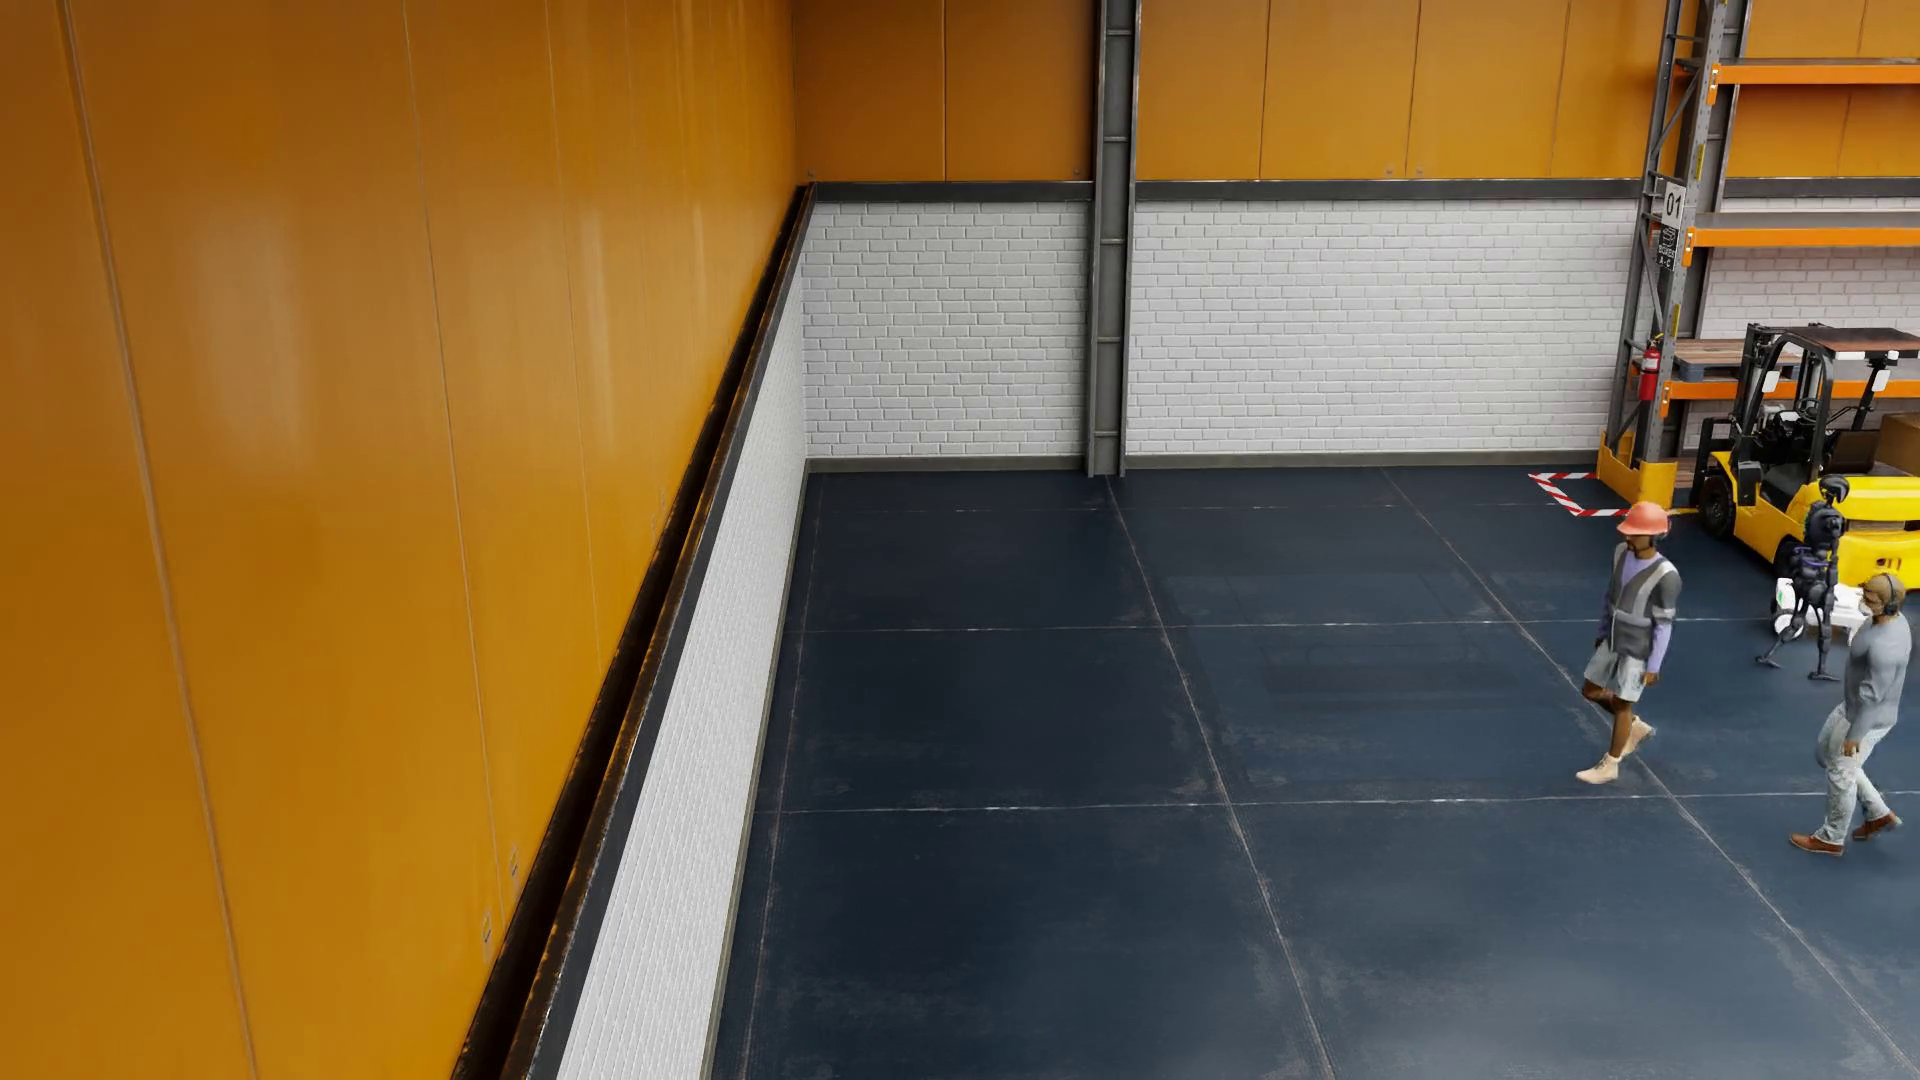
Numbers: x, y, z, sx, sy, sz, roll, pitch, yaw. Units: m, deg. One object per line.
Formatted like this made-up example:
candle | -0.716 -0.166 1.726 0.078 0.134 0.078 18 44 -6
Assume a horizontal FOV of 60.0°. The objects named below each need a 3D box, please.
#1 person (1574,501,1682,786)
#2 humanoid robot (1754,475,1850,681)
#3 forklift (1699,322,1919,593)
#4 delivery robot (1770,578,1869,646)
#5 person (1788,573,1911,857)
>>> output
person | 4.497 0.695 11.124 0.532 2.032 0.623 -5 21 -13
humanoid robot | 6.599 0.274 12.821 0.606 1.651 0.608 2 20 6
forklift | 7.809 -0.792 14.926 1.214 2.155 2.313 -1 20 -2
delivery robot | 7.048 0.550 13.670 0.782 0.611 0.520 9 22 23
person | 5.553 1.090 10.220 0.494 1.916 0.640 10 22 25
